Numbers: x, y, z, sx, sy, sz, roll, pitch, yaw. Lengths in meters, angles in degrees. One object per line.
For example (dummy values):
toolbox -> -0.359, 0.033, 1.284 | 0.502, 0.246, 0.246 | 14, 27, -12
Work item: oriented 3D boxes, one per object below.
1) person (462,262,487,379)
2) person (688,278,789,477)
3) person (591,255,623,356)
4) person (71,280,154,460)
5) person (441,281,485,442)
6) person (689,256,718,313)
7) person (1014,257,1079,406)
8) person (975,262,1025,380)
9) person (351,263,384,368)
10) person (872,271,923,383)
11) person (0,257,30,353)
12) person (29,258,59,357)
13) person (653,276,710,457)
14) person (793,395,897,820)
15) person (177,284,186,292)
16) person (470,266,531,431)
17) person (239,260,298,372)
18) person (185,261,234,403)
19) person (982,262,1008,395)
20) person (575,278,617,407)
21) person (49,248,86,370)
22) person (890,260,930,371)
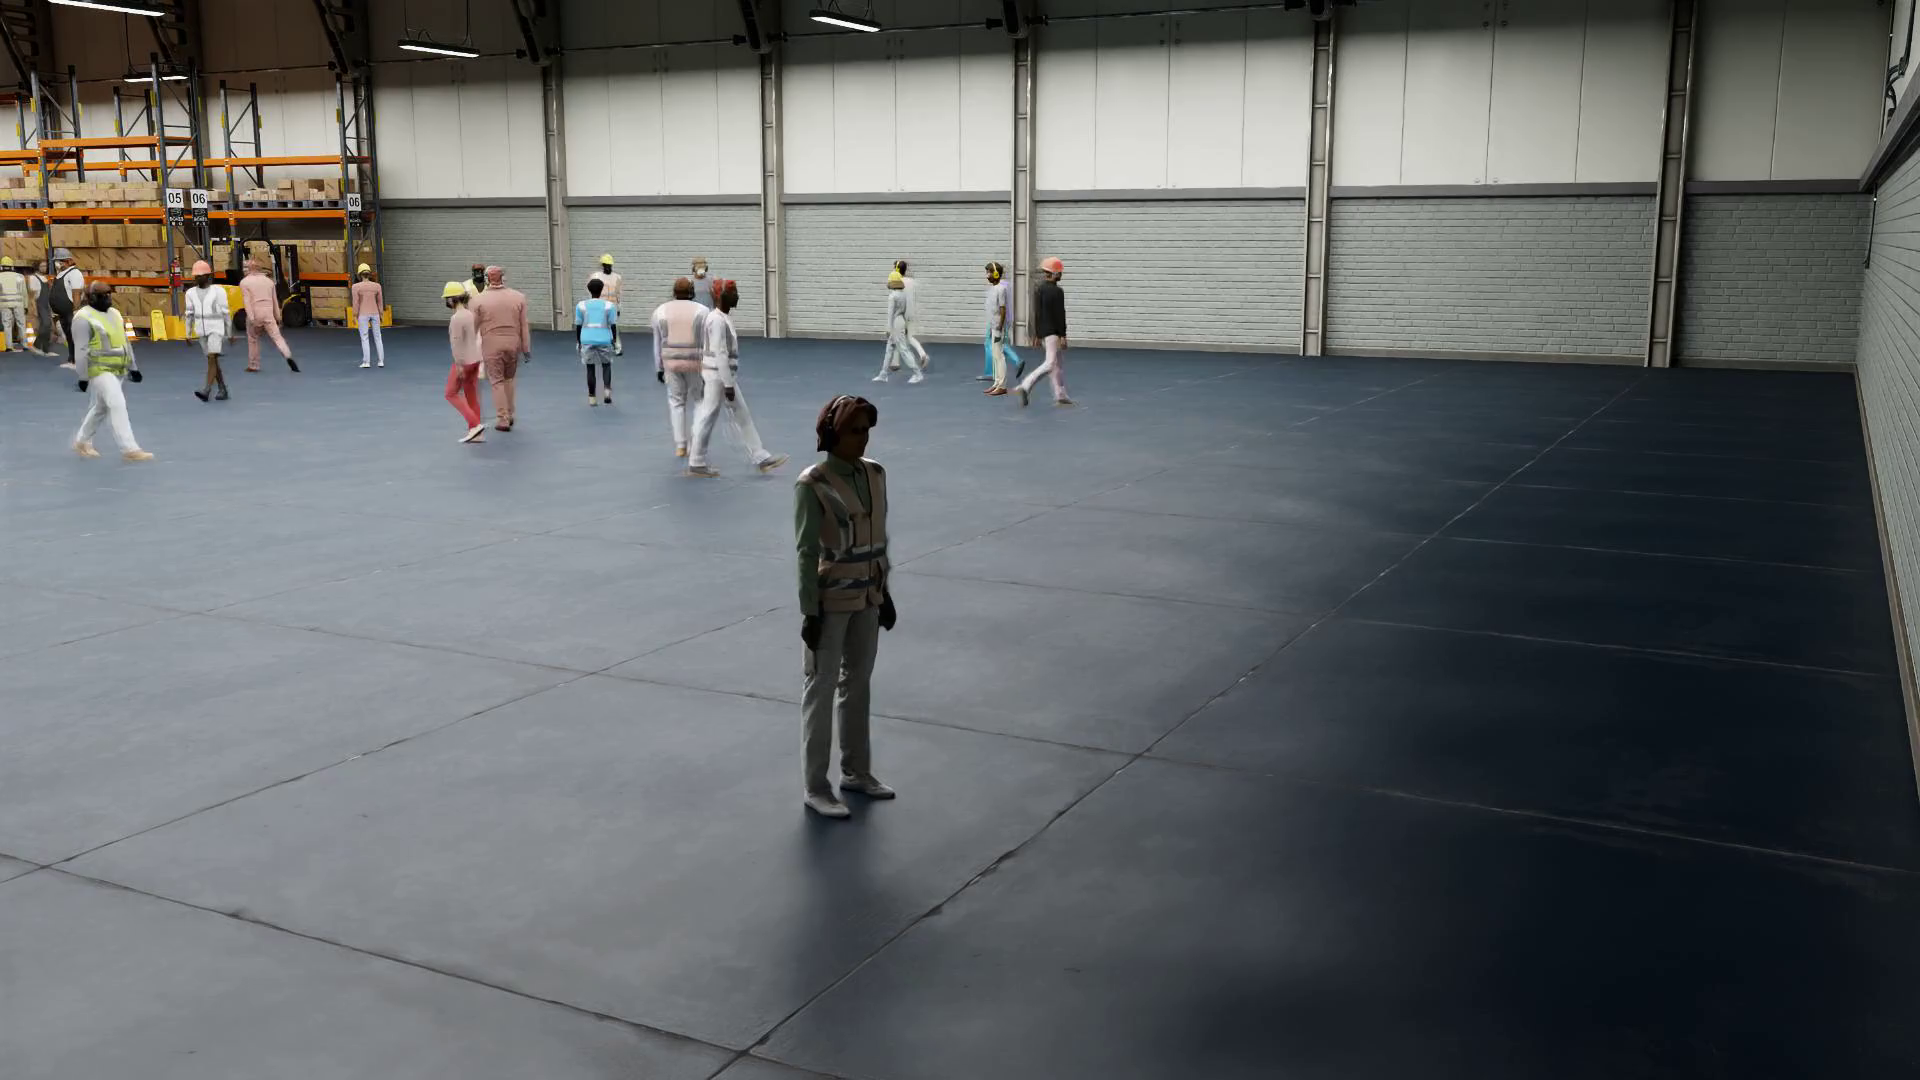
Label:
person -> -7.464, -3.421, 25.981 | 0.648, 1.824, 0.453 | -2, 11, -13
person -> -2.093, -1.485, 15.376 | 0.975, 1.834, 0.607 | 0, 10, 1
person -> -6.600, -4.385, 31.110 | 0.586, 1.882, 1.005 | -5, 11, -24
person -> -8.583, -1.694, 16.649 | 0.926, 1.804, 0.623 | 1, 10, 4
person -> -5.360, -1.898, 17.905 | 0.381, 1.752, 0.524 | 1, 10, 6
person -> -3.807, -3.213, 24.563 | 0.650, 1.929, 0.431 | -3, 11, -15
person -> 1.132, -2.702, 21.690 | 0.903, 1.968, 0.622 | -4, 11, -20
person -> 0.609, -3.366, 25.671 | 0.705, 1.824, 0.583 | 3, 11, 18
person -> -10.045, -3.795, 28.196 | 0.533, 1.765, 0.329 | -9, 14, -41
person -> -0.939, -3.251, 25.394 | 0.876, 1.701, 0.497 | 4, 11, 19
person -> -18.134, -4.487, 31.775 | 0.592, 1.834, 0.404 | -6, 12, -31
person -> -16.816, -4.255, 30.536 | 0.394, 1.833, 0.504 | -1, 10, -3
person -> -2.786, -1.748, 16.863 | 0.631, 1.831, 0.445 | 1, 10, 3
person -> -0.452, 0.251, 6.479 | 0.310, 1.636, 0.519 | 7, 12, 33
person -> -18.571, -5.915, 39.485 | 0.332, 1.865, 0.520 | 4, 11, 20
person -> -5.362, -2.210, 19.208 | 0.687, 1.880, 0.719 | -7, 13, -34
person -> -11.385, -3.659, 27.241 | 0.970, 1.857, 0.670 | 7, 12, 33
person -> -10.150, -2.791, 22.365 | 0.568, 1.885, 0.996 | 1, 10, 4
person -> 0.503, -2.963, 23.386 | 0.326, 1.865, 0.518 | -2, 11, -9
person -> -4.782, -2.600, 21.893 | 0.548, 1.677, 0.430 | -2, 11, -12
person -> -14.966, -3.876, 27.881 | 0.680, 2.000, 0.535 | 9, 14, 39
person -> -0.868, -3.696, 27.453 | 0.787, 1.844, 0.524 | 9, 14, 40
